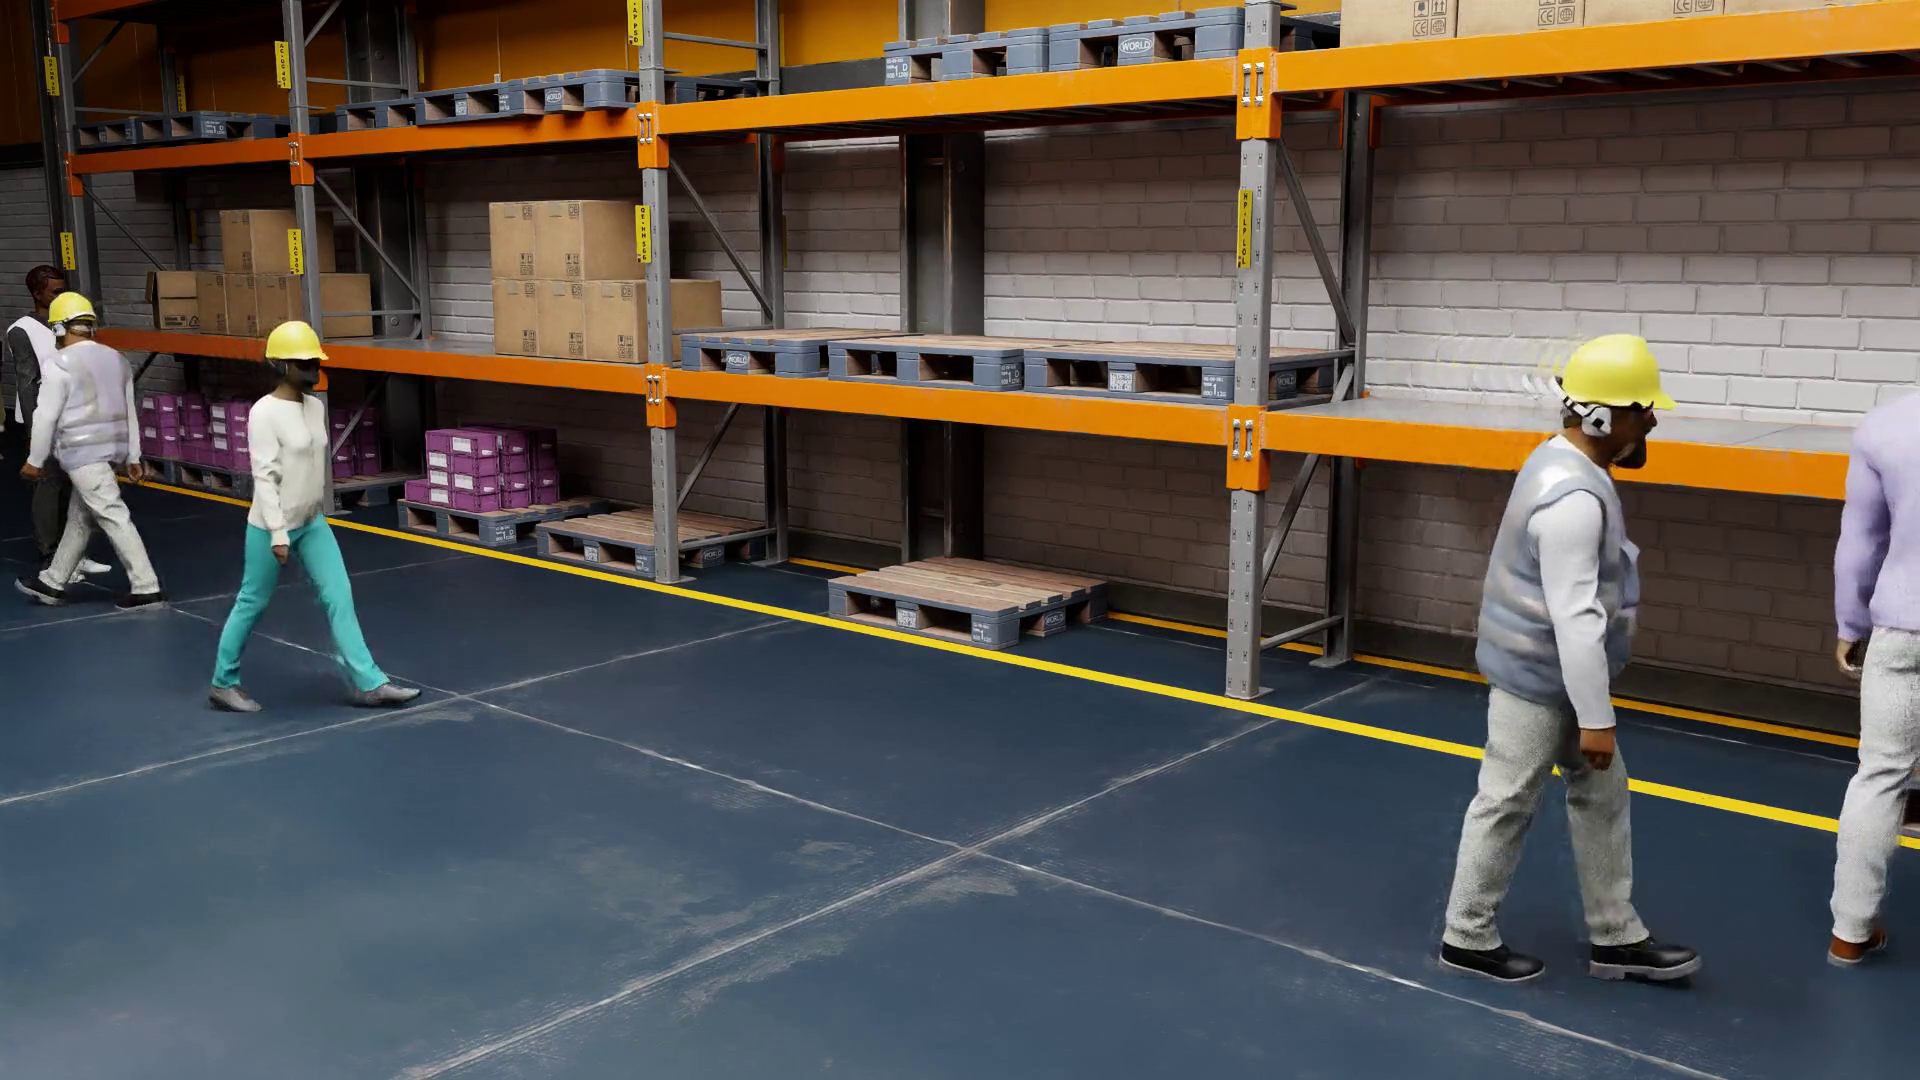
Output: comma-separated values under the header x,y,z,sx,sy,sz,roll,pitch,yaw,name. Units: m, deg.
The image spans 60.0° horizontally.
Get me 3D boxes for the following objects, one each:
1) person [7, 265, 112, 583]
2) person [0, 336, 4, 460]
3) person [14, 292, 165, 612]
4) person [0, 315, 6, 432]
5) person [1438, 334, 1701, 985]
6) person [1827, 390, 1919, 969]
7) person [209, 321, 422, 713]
x,y,z,sx,sy,sz,roll,pitch,yaw,name
-5.526,-0.706,10.152,0.391,1.919,0.590,0,10,0,person
-9.298,-1.600,15.600,0.529,1.809,0.633,7,12,34,person
-4.888,-0.476,9.237,0.938,1.773,0.580,1,10,6,person
-10.709,-1.972,18.168,0.500,1.633,0.280,-9,13,-41,person
1.693,0.357,4.427,0.779,1.799,0.615,4,11,22,person
2.752,0.275,4.605,0.652,1.913,0.453,9,13,40,person
-2.885,-0.081,7.181,0.936,1.714,0.542,2,10,12,person
